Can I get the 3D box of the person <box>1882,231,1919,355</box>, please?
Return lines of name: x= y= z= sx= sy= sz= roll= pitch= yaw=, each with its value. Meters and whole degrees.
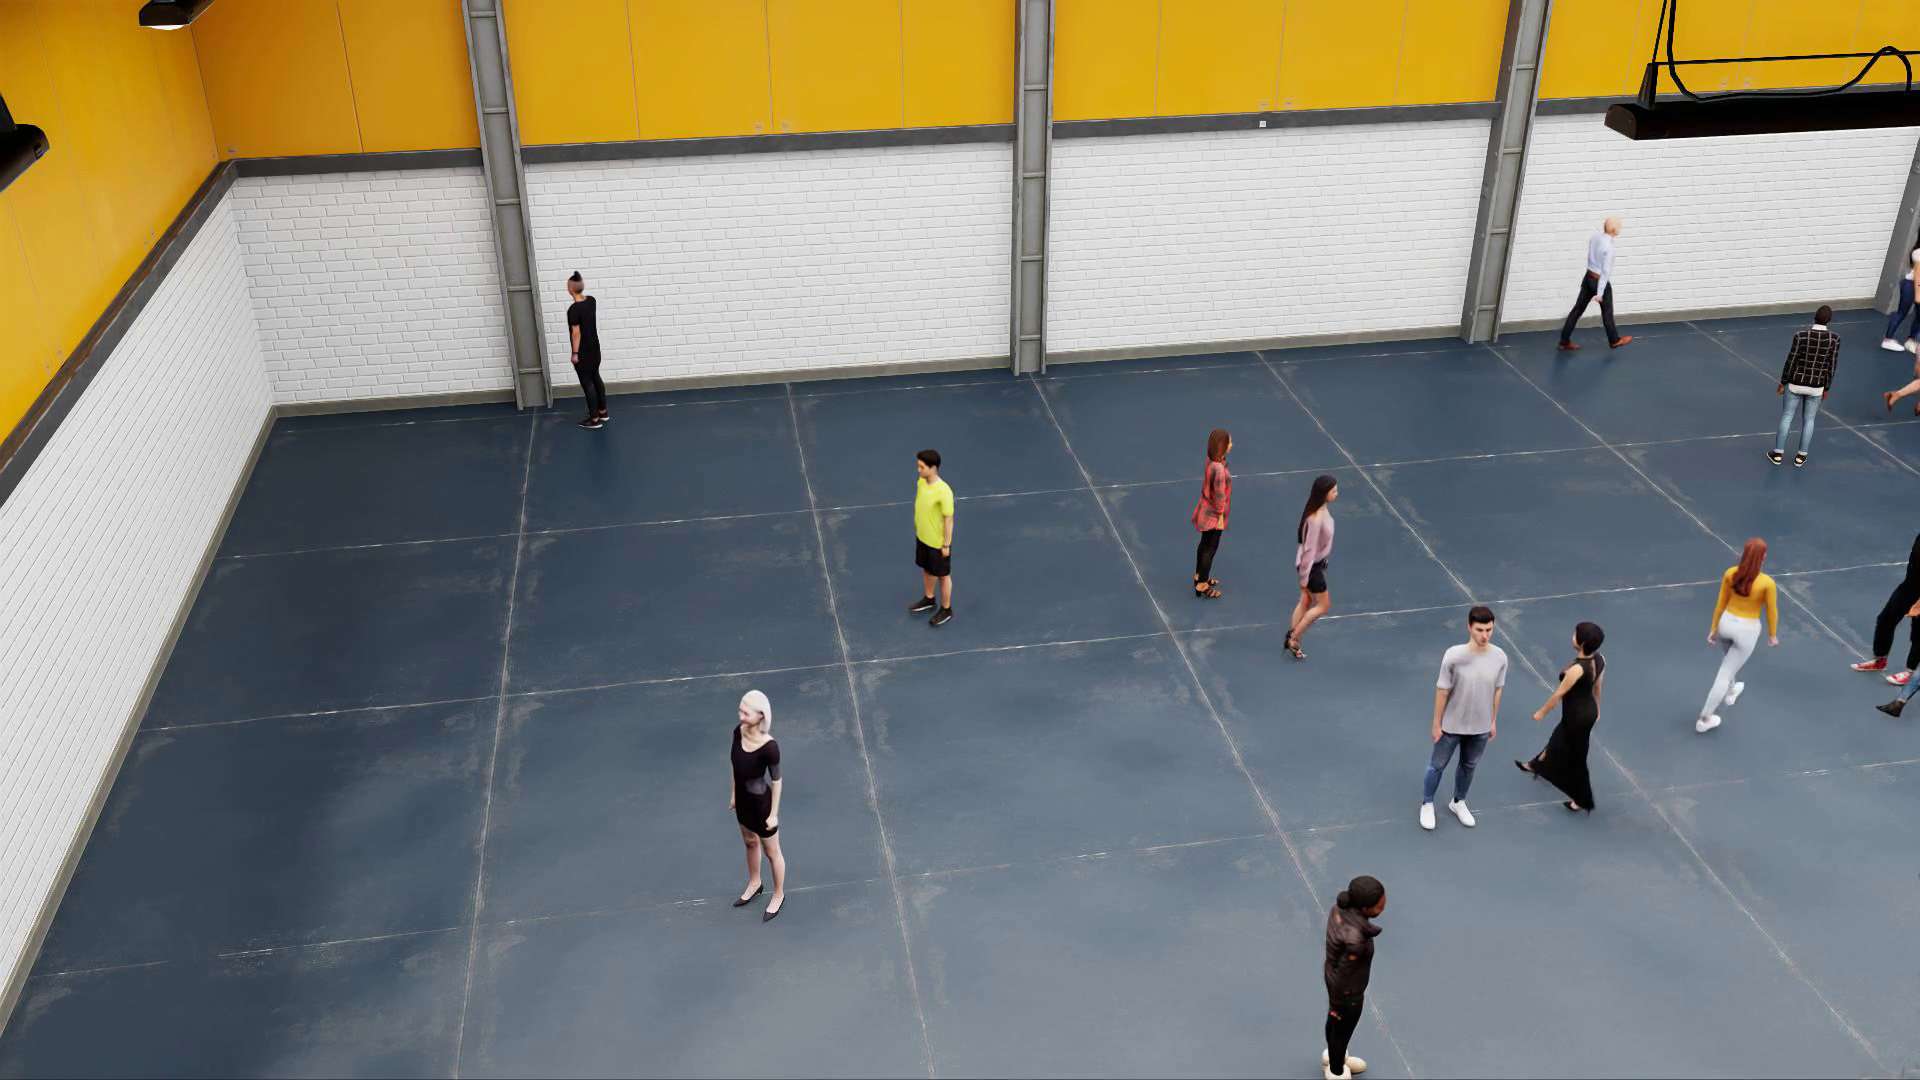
person: x=11.916 y=-3.165 z=20.837 sx=0.751 sy=1.743 sz=0.855 roll=-23 pitch=36 yaw=-36

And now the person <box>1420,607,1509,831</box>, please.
person: x=3.779 y=1.327 z=12.452 sx=0.500 sy=1.888 sz=0.738 roll=-4 pitch=29 yaw=-6

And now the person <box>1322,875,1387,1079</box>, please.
person: x=2.343 y=2.712 z=10.151 sx=0.610 sy=1.659 sz=0.667 roll=-5 pitch=29 yaw=-8

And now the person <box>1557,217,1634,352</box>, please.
person: x=7.888 y=-3.153 z=20.824 sx=1.210 sy=1.735 sz=0.717 roll=-8 pitch=30 yaw=-14

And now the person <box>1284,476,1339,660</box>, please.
person: x=2.962 y=0.254 z=14.516 sx=0.743 sy=1.794 sz=0.743 roll=8 pitch=30 yaw=14

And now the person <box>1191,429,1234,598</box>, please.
person: x=2.361 y=-0.264 z=15.565 sx=0.566 sy=1.700 sz=0.617 roll=-2 pitch=29 yaw=-4

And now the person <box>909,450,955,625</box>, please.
person: x=-0.237 y=-0.055 z=15.174 sx=0.677 sy=1.708 sz=0.698 roll=-20 pitch=34 yaw=-32

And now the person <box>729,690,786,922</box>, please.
person: x=-1.412 y=1.834 z=11.583 sx=0.650 sy=1.830 sz=0.701 roll=20 pitch=35 yaw=32

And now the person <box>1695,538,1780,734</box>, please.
person: x=6.290 y=0.819 z=13.565 sx=1.123 sy=1.713 sz=0.925 roll=-20 pitch=35 yaw=-32

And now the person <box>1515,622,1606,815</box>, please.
person: x=4.774 y=1.400 z=12.650 sx=0.993 sy=1.569 sz=0.987 roll=23 pitch=36 yaw=35

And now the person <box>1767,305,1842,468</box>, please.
person: x=9.165 y=-1.675 z=18.024 sx=0.667 sy=1.821 sz=0.805 roll=8 pitch=30 yaw=15

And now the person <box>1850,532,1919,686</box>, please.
person: x=8.276 y=0.467 z=14.184 sx=0.753 sy=1.738 sz=0.661 roll=-3 pitch=29 yaw=-5

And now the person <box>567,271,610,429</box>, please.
person: x=-4.259 y=-2.185 z=18.911 sx=0.742 sy=1.867 sz=0.767 roll=7 pitch=29 yaw=13
